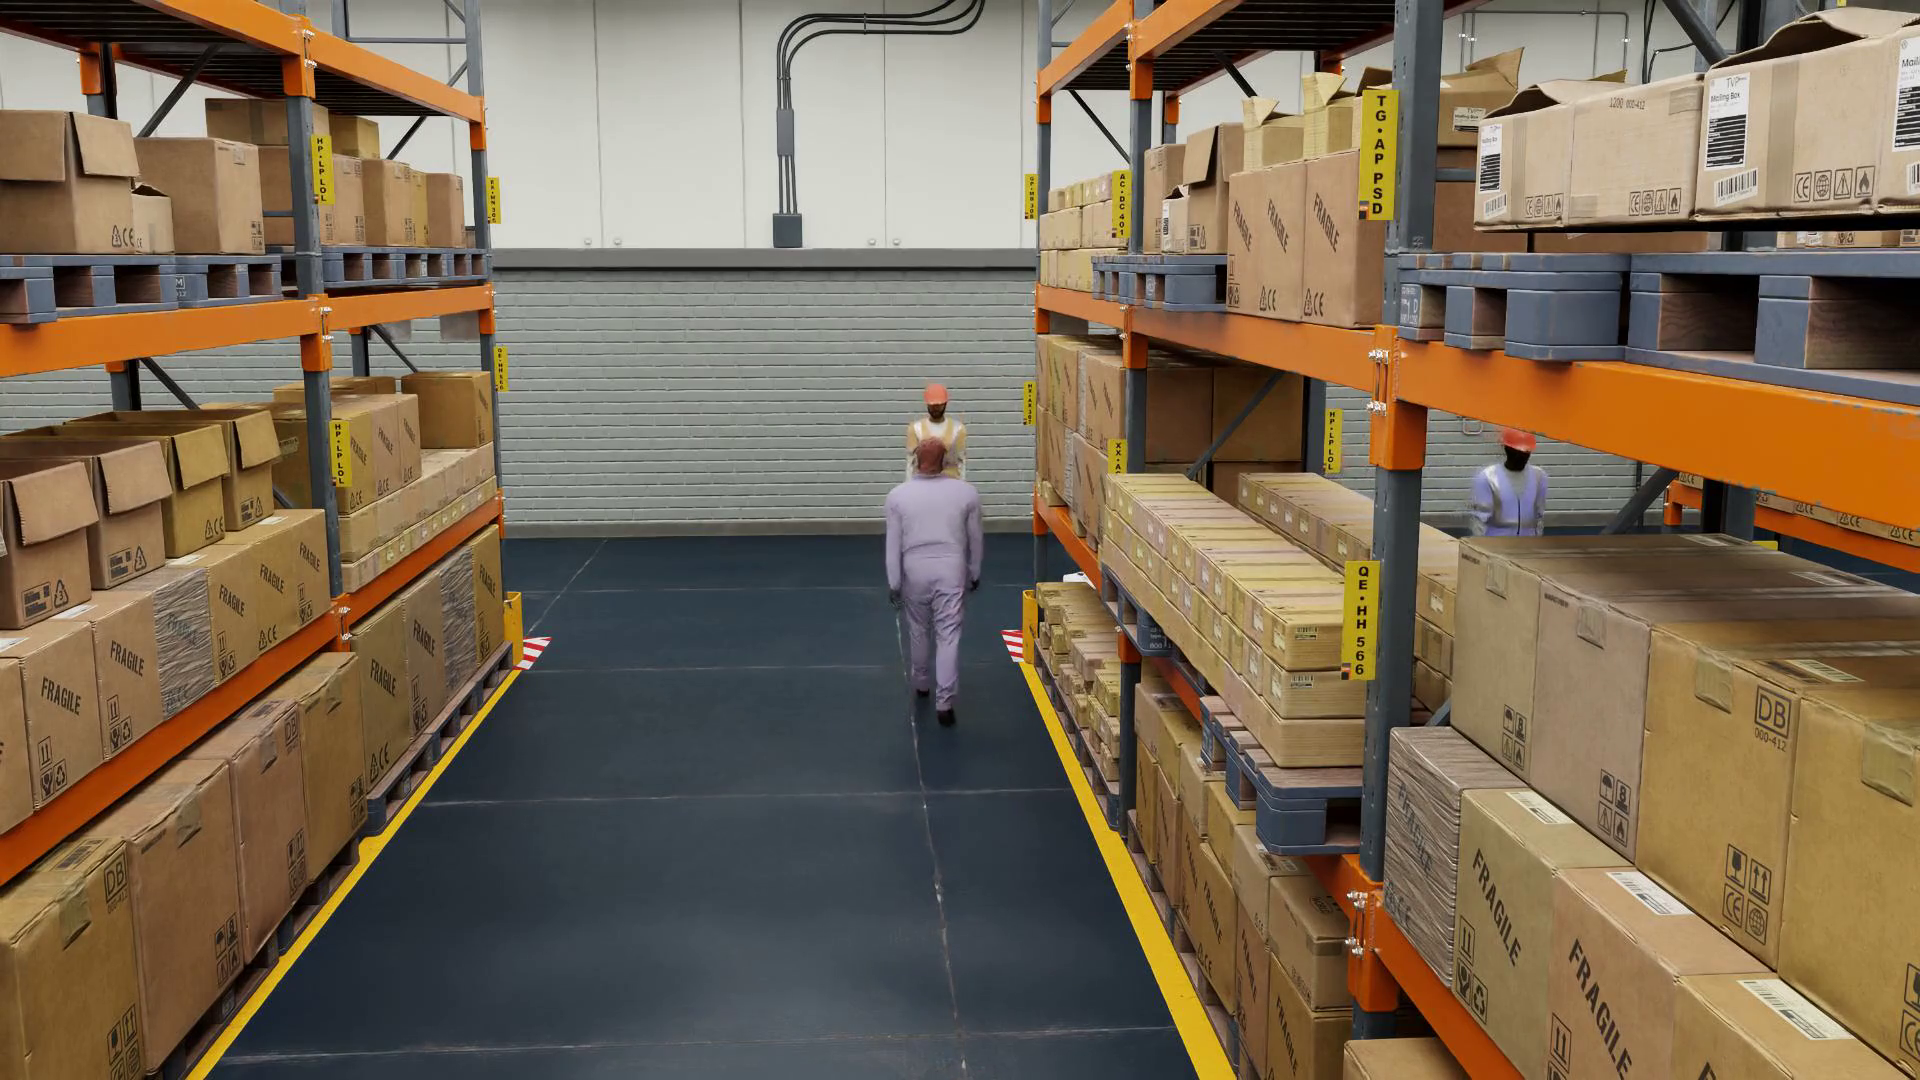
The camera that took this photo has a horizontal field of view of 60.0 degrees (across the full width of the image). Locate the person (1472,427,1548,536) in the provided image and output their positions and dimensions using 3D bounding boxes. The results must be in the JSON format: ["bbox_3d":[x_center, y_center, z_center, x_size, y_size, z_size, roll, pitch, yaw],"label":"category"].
[{"bbox_3d":[3.970,0.046,12.144,0.554,1.895,0.955,-1,10,-4],"label":"person"}]

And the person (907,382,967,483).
[{"bbox_3d":[-0.214,-0.511,15.337,0.546,1.919,0.677,0,10,-2],"label":"person"}]

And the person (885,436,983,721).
[{"bbox_3d":[-0.171,0.236,11.126,0.641,1.852,1.043,0,10,2],"label":"person"}]

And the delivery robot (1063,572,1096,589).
[{"bbox_3d":[1.167,0.418,13.575,0.477,0.478,0.707,-8,12,-38],"label":"delivery robot"}]
